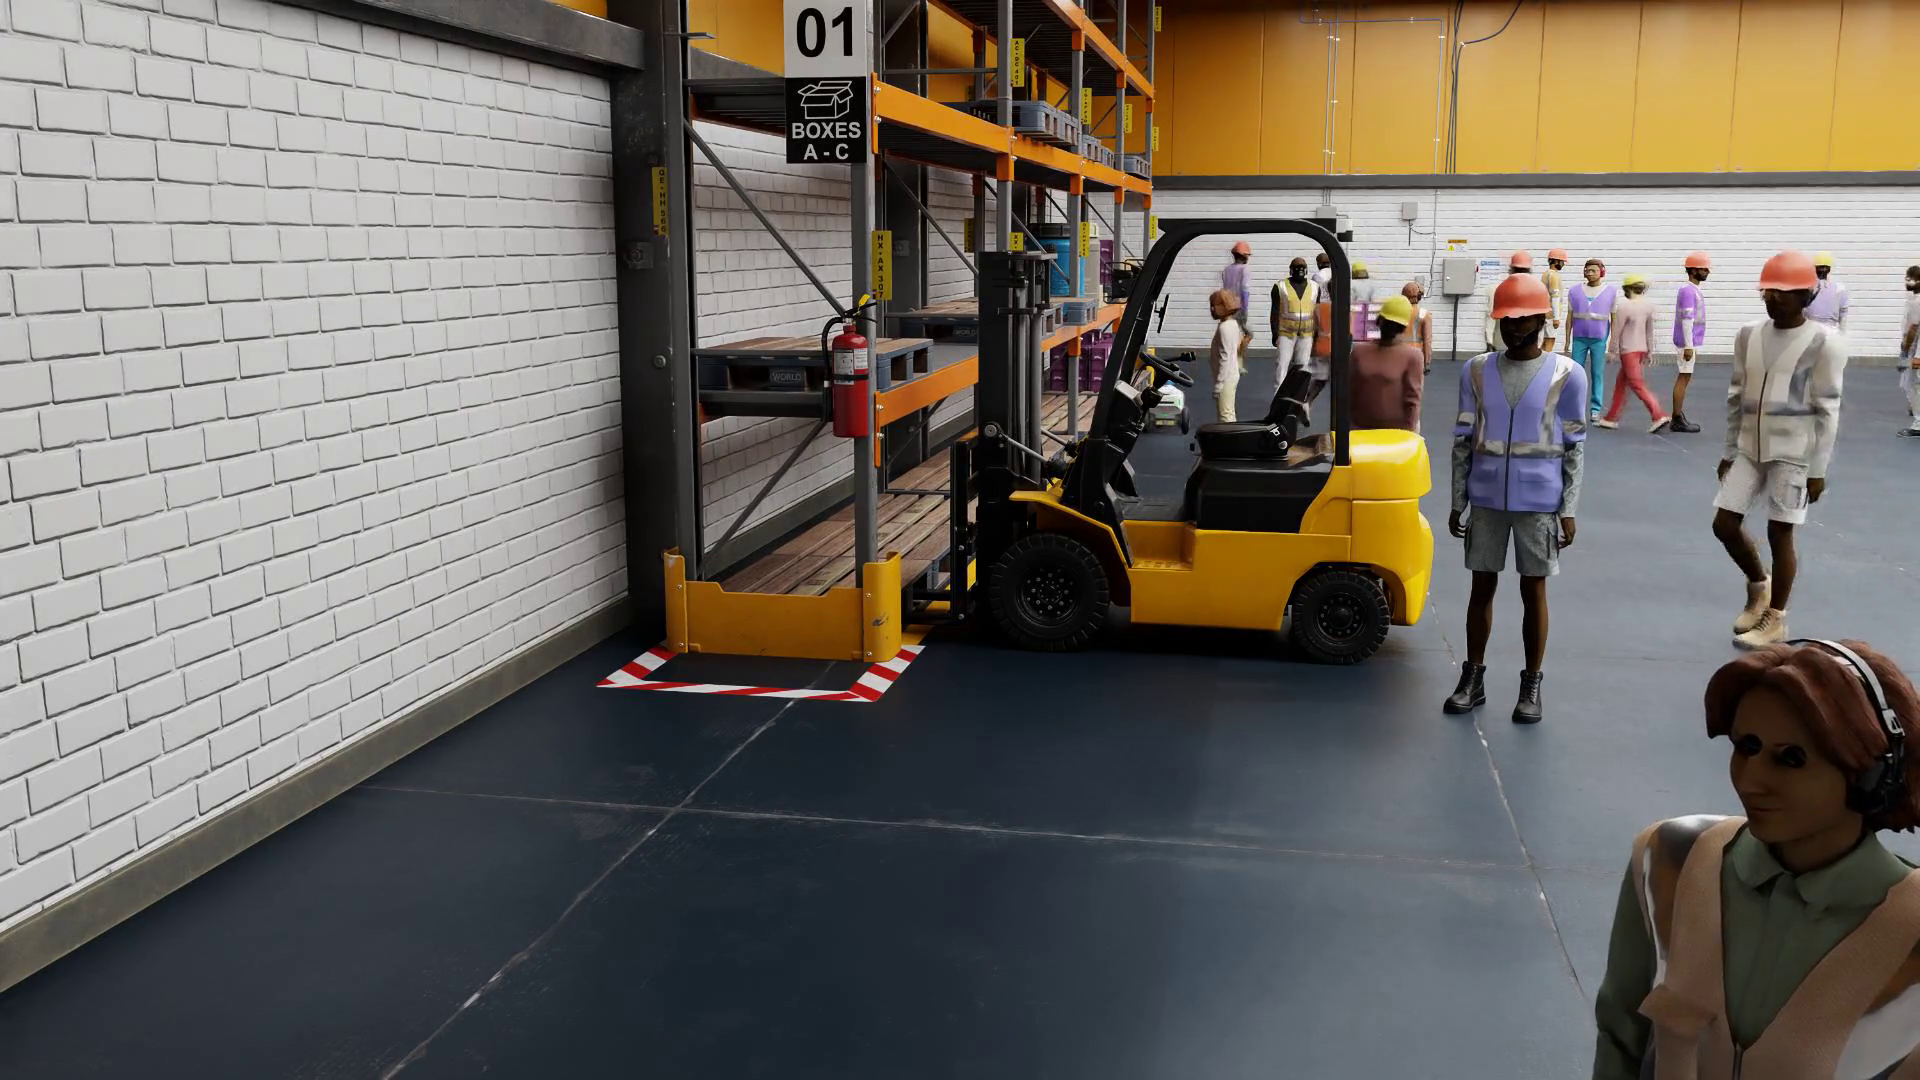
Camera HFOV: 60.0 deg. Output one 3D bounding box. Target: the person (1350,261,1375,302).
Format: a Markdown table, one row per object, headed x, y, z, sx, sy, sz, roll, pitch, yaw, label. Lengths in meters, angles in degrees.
| x | y | z | sx | sy | sz | roll | pitch | yaw | label |
| --- | --- | --- | --- | --- | --- | --- | --- | --- | --- |
| 6.246 | -3.472 | 25.870 | 0.515 | 1.716 | 0.526 | -4 | 11 | -22 | person |

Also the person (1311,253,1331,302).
| x | y | z | sx | sy | sz | roll | pitch | yaw | label |
| --- | --- | --- | --- | --- | --- | --- | --- | --- | --- |
| 5.695 | -3.580 | 26.129 | 0.430 | 1.841 | 0.624 | 10 | 14 | 44 | person |

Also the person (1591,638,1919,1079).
| x | y | z | sx | sy | sz | roll | pitch | yaw | label |
| --- | --- | --- | --- | --- | --- | --- | --- | --- | --- |
| 0.989 | 0.916 | 2.026 | 0.309 | 1.639 | 0.522 | -7 | 12 | -33 | person |

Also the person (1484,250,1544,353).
| x | y | z | sx | sy | sz | roll | pitch | yaw | label |
| --- | --- | --- | --- | --- | --- | --- | --- | --- | --- |
| 5.800 | -2.041 | 17.396 | 0.616 | 1.954 | 0.887 | 2 | 11 | 13 | person |

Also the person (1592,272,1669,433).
| x | y | z | sx | sy | sz | roll | pitch | yaw | label |
| --- | --- | --- | --- | --- | --- | --- | --- | --- | --- |
| 7.276 | -2.012 | 17.863 | 0.513 | 1.724 | 0.901 | -8 | 13 | -36 | person |

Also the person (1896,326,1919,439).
| x | y | z | sx | sy | sz | roll | pitch | yaw | label |
| --- | --- | --- | --- | --- | --- | --- | --- | --- | --- |
| 10.019 | -1.962 | 17.289 | 0.404 | 1.828 | 0.591 | 9 | 14 | 42 | person |

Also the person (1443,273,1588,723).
| x | y | z | sx | sy | sz | roll | pitch | yaw | label |
| --- | --- | --- | --- | --- | --- | --- | --- | --- | --- |
| 2.383 | -0.173 | 7.180 | 0.552 | 1.935 | 0.368 | 6 | 12 | 31 | person |

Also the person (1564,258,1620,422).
| x | y | z | sx | sy | sz | roll | pitch | yaw | label |
| --- | --- | --- | --- | --- | --- | --- | --- | --- | --- |
| 7.181 | -2.272 | 18.933 | 0.564 | 1.847 | 0.397 | 7 | 12 | 33 | person |

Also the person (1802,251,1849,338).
| x | y | z | sx | sy | sz | roll | pitch | yaw | label |
| --- | --- | --- | --- | --- | --- | --- | --- | --- | --- |
| 9.588 | -2.258 | 18.636 | 0.595 | 1.925 | 0.375 | 2 | 11 | 13 | person |

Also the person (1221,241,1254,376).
| x | y | z | sx | sy | sz | roll | pitch | yaw | label |
| --- | --- | --- | --- | --- | --- | --- | --- | --- | --- |
| 4.170 | -3.460 | 24.976 | 0.446 | 2.026 | 0.607 | -7 | 12 | -34 | person |

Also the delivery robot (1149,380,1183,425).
| x | y | z | sx | sy | sz | roll | pitch | yaw | label |
| --- | --- | --- | --- | --- | --- | --- | --- | --- | --- |
| 2.224 | -1.484 | 17.902 | 0.477 | 0.478 | 0.707 | 2 | 10 | 8 | delivery robot |

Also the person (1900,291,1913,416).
| x | y | z | sx | sy | sz | roll | pitch | yaw | label |
| --- | --- | --- | --- | --- | --- | --- | --- | --- | --- |
| 11.492 | -2.400 | 19.656 | 0.651 | 1.852 | 1.000 | 5 | 12 | 27 | person |

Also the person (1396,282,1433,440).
| x | y | z | sx | sy | sz | roll | pitch | yaw | label |
| --- | --- | --- | --- | --- | --- | --- | --- | --- | --- |
| 4.593 | -1.822 | 17.069 | 0.512 | 1.630 | 0.318 | 10 | 14 | 42 | person |

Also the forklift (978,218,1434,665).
| x | y | z | sx | sy | sz | roll | pitch | yaw | label |
| --- | --- | --- | --- | --- | --- | --- | --- | --- | --- |
| 1.285 | -0.567 | 8.635 | 2.313 | 2.155 | 1.214 | 2 | 11 | 11 | forklift |

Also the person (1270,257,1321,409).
| x | y | z | sx | sy | sz | roll | pitch | yaw | label |
| --- | --- | --- | --- | --- | --- | --- | --- | --- | --- |
| 4.080 | -2.502 | 20.211 | 0.624 | 1.845 | 0.430 | -1 | 10 | -4 | person |

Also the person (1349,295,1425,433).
| x | y | z | sx | sy | sz | roll | pitch | yaw | label |
| --- | --- | --- | --- | --- | --- | --- | --- | --- | --- |
| 2.688 | -0.696 | 10.611 | 0.560 | 1.733 | 0.439 | 8 | 13 | 36 | person |

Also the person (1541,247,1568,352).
| x | y | z | sx | sy | sz | roll | pitch | yaw | label |
| --- | --- | --- | --- | --- | --- | --- | --- | --- | --- |
| 8.578 | -3.256 | 24.085 | 0.359 | 1.936 | 0.544 | 0 | 10 | 2 | person |

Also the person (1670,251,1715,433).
| x | y | z | sx | sy | sz | roll | pitch | yaw | label |
| --- | --- | --- | --- | --- | --- | --- | --- | --- | --- |
| 7.866 | -2.128 | 17.894 | 0.359 | 1.938 | 0.547 | 5 | 11 | 25 | person |

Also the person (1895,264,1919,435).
| x | y | z | sx | sy | sz | roll | pitch | yaw | label |
| --- | --- | --- | --- | --- | --- | --- | --- | --- | --- |
| 9.951 | -1.957 | 17.292 | 0.384 | 1.812 | 0.616 | 7 | 13 | 34 | person |

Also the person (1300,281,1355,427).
| x | y | z | sx | sy | sz | roll | pitch | yaw | label |
| --- | --- | --- | --- | --- | --- | --- | --- | --- | --- |
| 3.986 | -2.013 | 17.984 | 0.538 | 1.680 | 0.672 | 10 | 14 | 43 | person |

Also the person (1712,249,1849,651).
| x | y | z | sx | sy | sz | roll | pitch | yaw | label |
| --- | --- | --- | --- | --- | --- | --- | --- | --- | --- |
| 4.076 | -0.435 | 8.366 | 0.423 | 2.025 | 0.645 | -5 | 12 | -27 | person |

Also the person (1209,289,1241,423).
| x | y | z | sx | sy | sz | roll | pitch | yaw | label |
| --- | --- | --- | --- | --- | --- | --- | --- | --- | --- |
| 2.309 | -1.376 | 14.603 | 0.279 | 1.633 | 0.498 | 3 | 11 | 16 | person |
